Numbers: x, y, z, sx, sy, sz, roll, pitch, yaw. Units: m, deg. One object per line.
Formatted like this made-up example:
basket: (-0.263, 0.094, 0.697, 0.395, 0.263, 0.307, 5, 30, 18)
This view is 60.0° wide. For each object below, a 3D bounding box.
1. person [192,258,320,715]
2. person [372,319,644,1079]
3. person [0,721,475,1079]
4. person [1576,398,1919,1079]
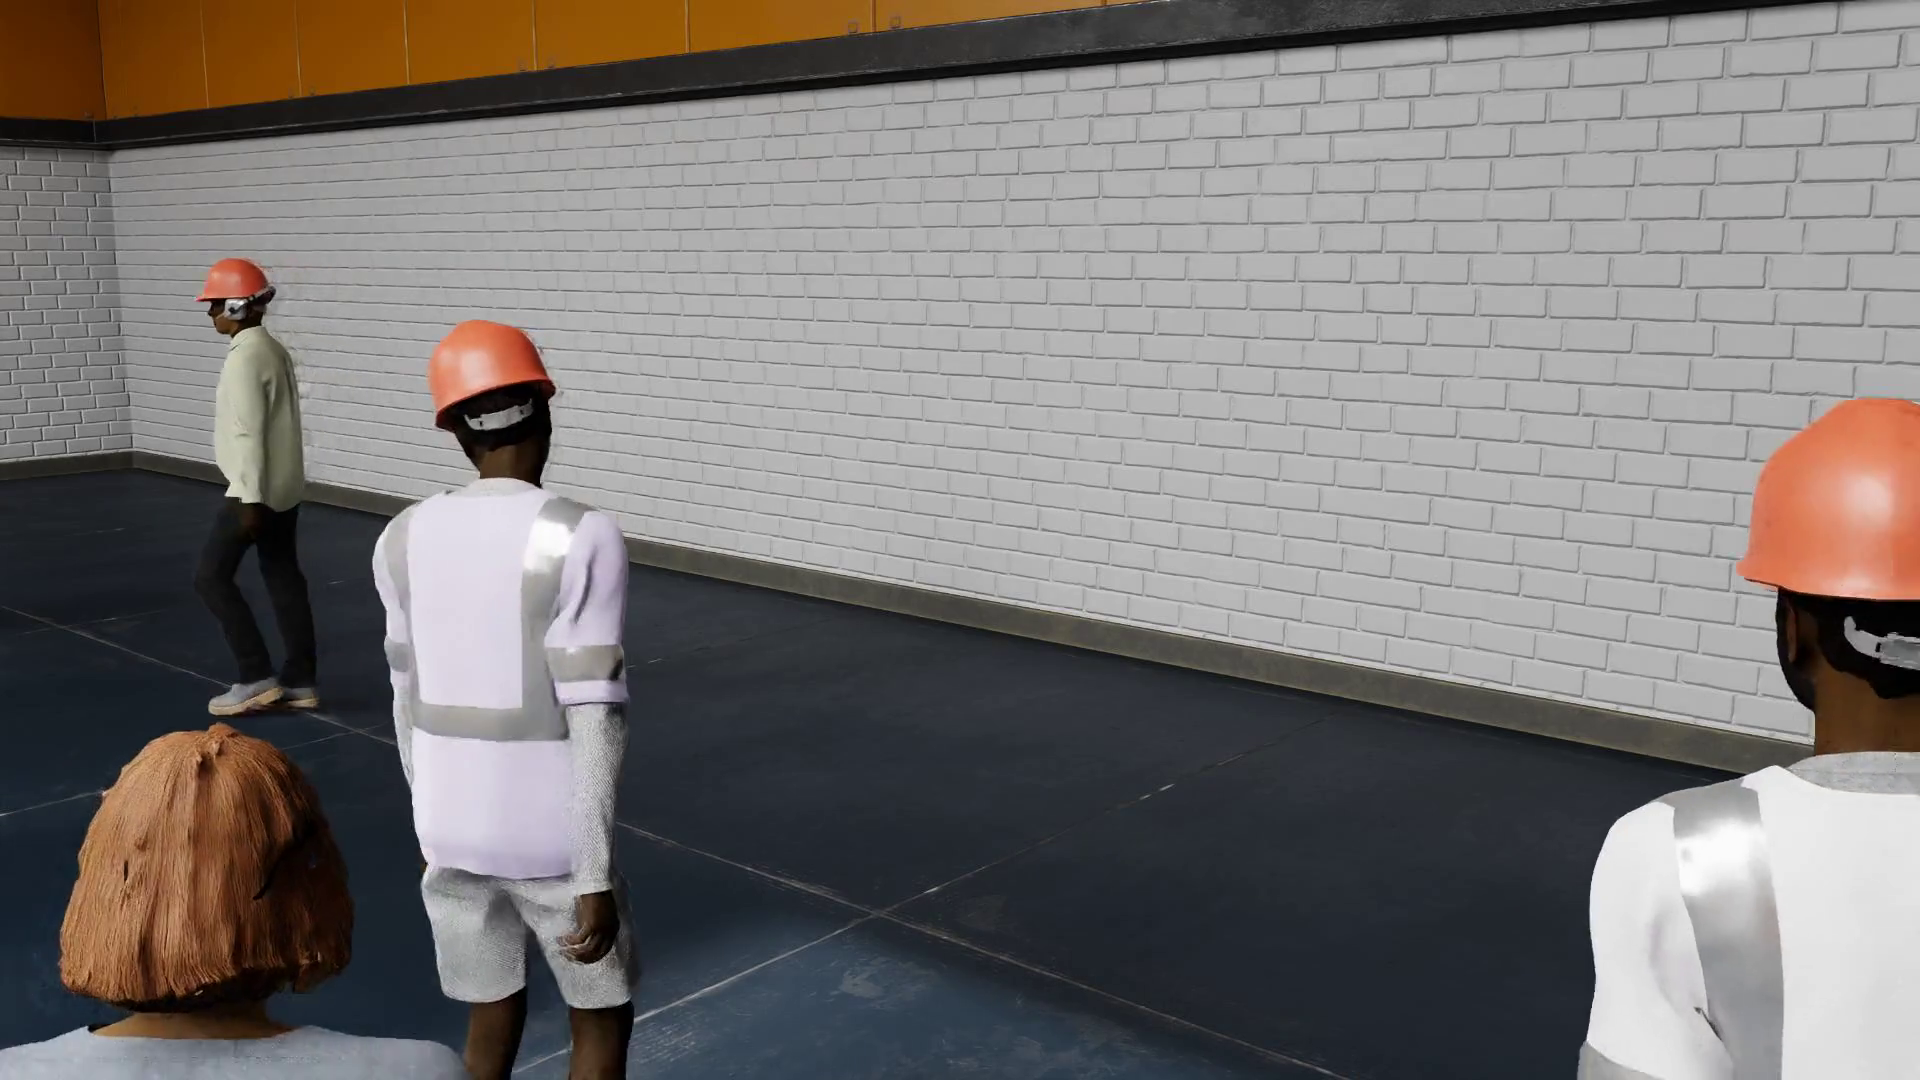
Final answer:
person: (-3.096, -0.214, 7.184, 0.593, 1.972, 0.647, -1, 10, -7)
person: (-0.837, 0.539, 3.134, 0.569, 1.890, 0.525, 4, 11, 20)
person: (-0.661, 0.956, 1.633, 0.504, 1.587, 0.868, 2, 10, 9)
person: (0.885, 0.804, 1.680, 0.559, 1.880, 1.017, 2, 10, 12)
